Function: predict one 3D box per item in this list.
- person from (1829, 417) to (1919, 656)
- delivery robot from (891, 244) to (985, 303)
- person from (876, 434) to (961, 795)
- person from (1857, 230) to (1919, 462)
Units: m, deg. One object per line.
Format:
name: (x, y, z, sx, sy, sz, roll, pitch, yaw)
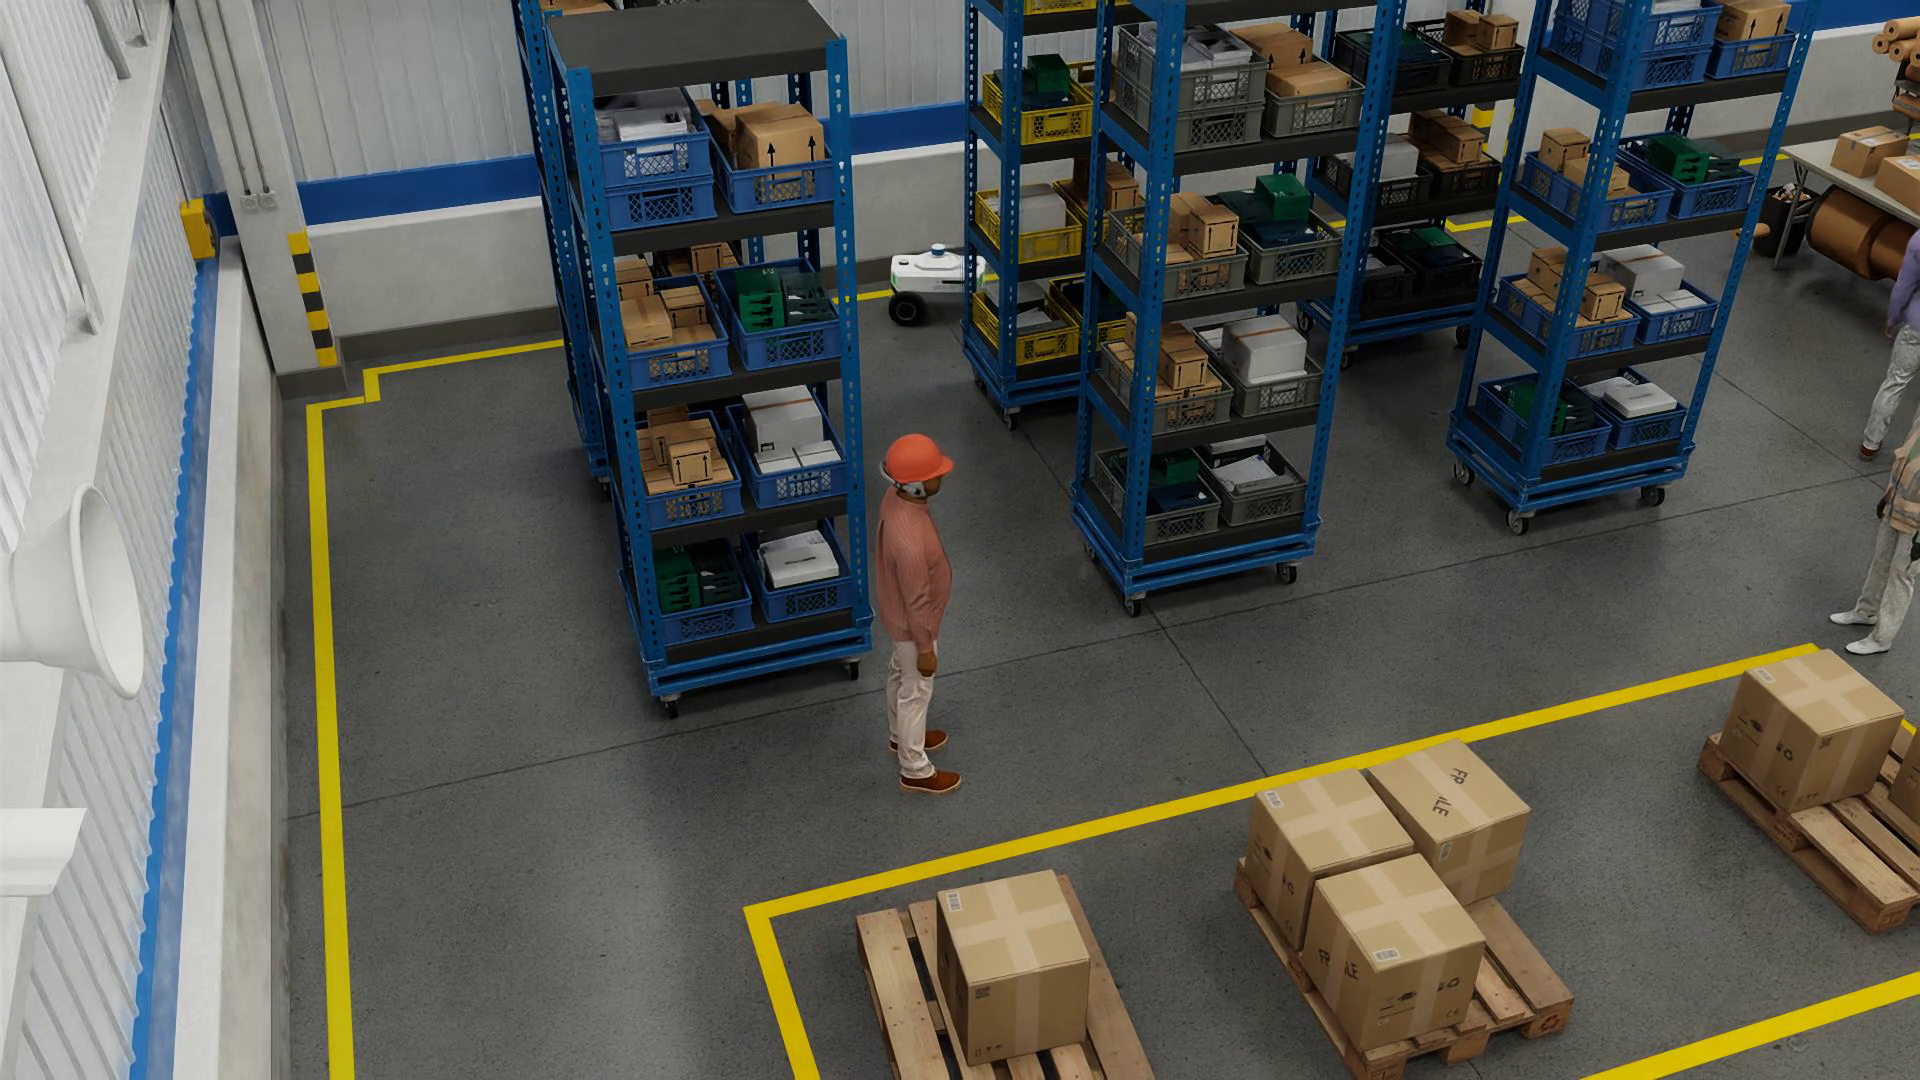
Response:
person: (5.143, -0.106, 9.010, 0.313, 1.634, 0.514, 2, 35, 3)
delivery robot: (-0.161, -1.993, 12.535, 0.707, 0.478, 0.477, 1, 35, 1)
person: (-0.211, 0.360, 8.036, 0.375, 1.997, 0.612, -6, 36, -9)
person: (6.146, -1.323, 10.470, 0.627, 1.940, 0.372, 28, 44, 34)
